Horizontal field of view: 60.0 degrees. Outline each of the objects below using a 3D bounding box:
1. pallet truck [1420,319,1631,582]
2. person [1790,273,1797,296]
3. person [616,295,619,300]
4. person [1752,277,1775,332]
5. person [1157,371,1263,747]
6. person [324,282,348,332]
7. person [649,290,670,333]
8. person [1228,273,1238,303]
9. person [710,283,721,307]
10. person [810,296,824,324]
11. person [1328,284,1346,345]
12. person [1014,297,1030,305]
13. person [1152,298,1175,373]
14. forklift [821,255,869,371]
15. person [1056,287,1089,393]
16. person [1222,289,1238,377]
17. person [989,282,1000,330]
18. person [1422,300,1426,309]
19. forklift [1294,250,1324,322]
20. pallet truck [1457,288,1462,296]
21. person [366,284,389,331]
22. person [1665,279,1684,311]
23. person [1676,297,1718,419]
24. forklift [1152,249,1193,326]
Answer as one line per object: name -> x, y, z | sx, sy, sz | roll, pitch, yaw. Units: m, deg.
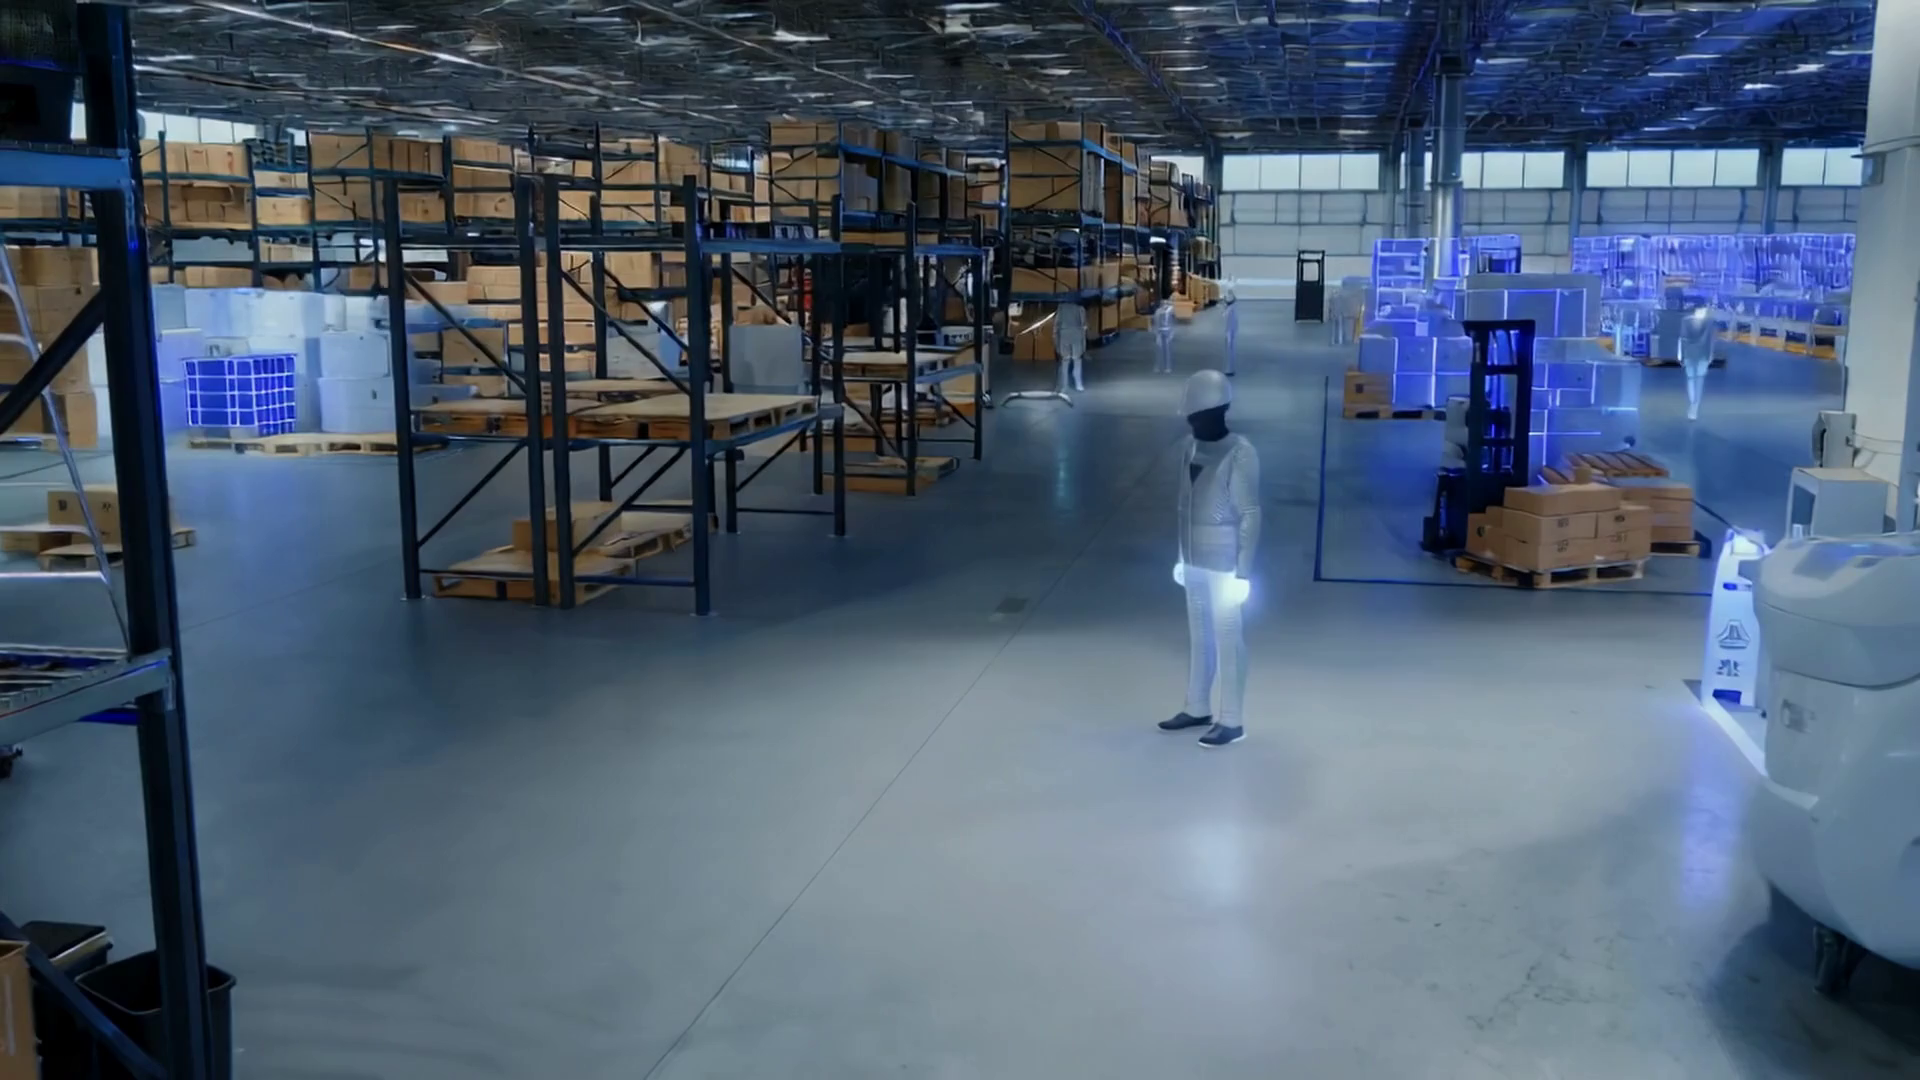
pallet truck -> 4.543, -0.757, 13.299 | 0.823, 1.965, 1.885 | -4, 10, -22
person -> 39.858, -11.879, 79.639 | 0.588, 1.835, 0.403 | -4, 10, -21
person -> -8.480, -5.245, 40.973 | 0.525, 1.633, 0.312 | 2, 10, 9
person -> 27.422, -8.045, 56.859 | 0.979, 1.854, 0.679 | -3, 10, -20
person -> 1.282, 0.095, 8.500 | 0.392, 1.916, 0.587 | -5, 11, -27
person -> -14.450, -4.969, 38.413 | 0.627, 1.940, 0.373 | -1, 10, -9
person -> -7.586, -5.453, 41.999 | 0.534, 1.696, 0.319 | -1, 10, -6
person -> 14.806, -13.632, 90.281 | 0.526, 1.752, 0.430 | 2, 10, 12
person -> -6.026, -5.235, 40.115 | 0.604, 1.905, 0.409 | 0, 10, 0
person -> -4.363, -7.036, 50.792 | 0.569, 1.888, 0.957 | 2, 10, 14
person -> 10.971, -6.568, 48.397 | 0.535, 1.767, 0.316 | -2, 10, -13
person -> 2.157, -8.363, 58.411 | 0.782, 1.990, 0.384 | -4, 11, -25
person -> 4.441, -4.465, 36.317 | 0.518, 1.638, 0.309 | 6, 11, 32
forklift -> -2.300, -4.991, 35.762 | 1.129, 2.768, 1.873 | 2, 10, 12
person -> 2.098, -3.715, 30.904 | 0.618, 1.964, 0.361 | 4, 10, 22
person -> 5.632, -4.323, 34.863 | 0.417, 1.853, 0.541 | 1, 10, 4
person -> 1.132, -8.271, 58.779 | 0.556, 1.650, 0.890 | 1, 10, 6
person -> 15.800, -7.804, 56.136 | 0.288, 1.626, 0.497 | -6, 11, -32
forklift -> 13.778, -10.002, 65.433 | 1.129, 2.768, 1.873 | 2, 10, 12
pallet truck -> 20.506, -9.785, 68.819 | 0.653, 1.274, 1.630 | 2, 10, 12
person -> -15.282, -5.804, 43.699 | 0.631, 1.826, 0.604 | 3, 10, 16
person -> 23.691, -7.740, 55.218 | 0.591, 1.799, 0.806 | 3, 10, 18
person -> 11.540, -2.853, 26.066 | 0.546, 1.888, 1.013 | 6, 11, 33
forklift -> 7.646, -9.320, 61.395 | 1.873, 2.768, 1.129 | 2, 10, 11
